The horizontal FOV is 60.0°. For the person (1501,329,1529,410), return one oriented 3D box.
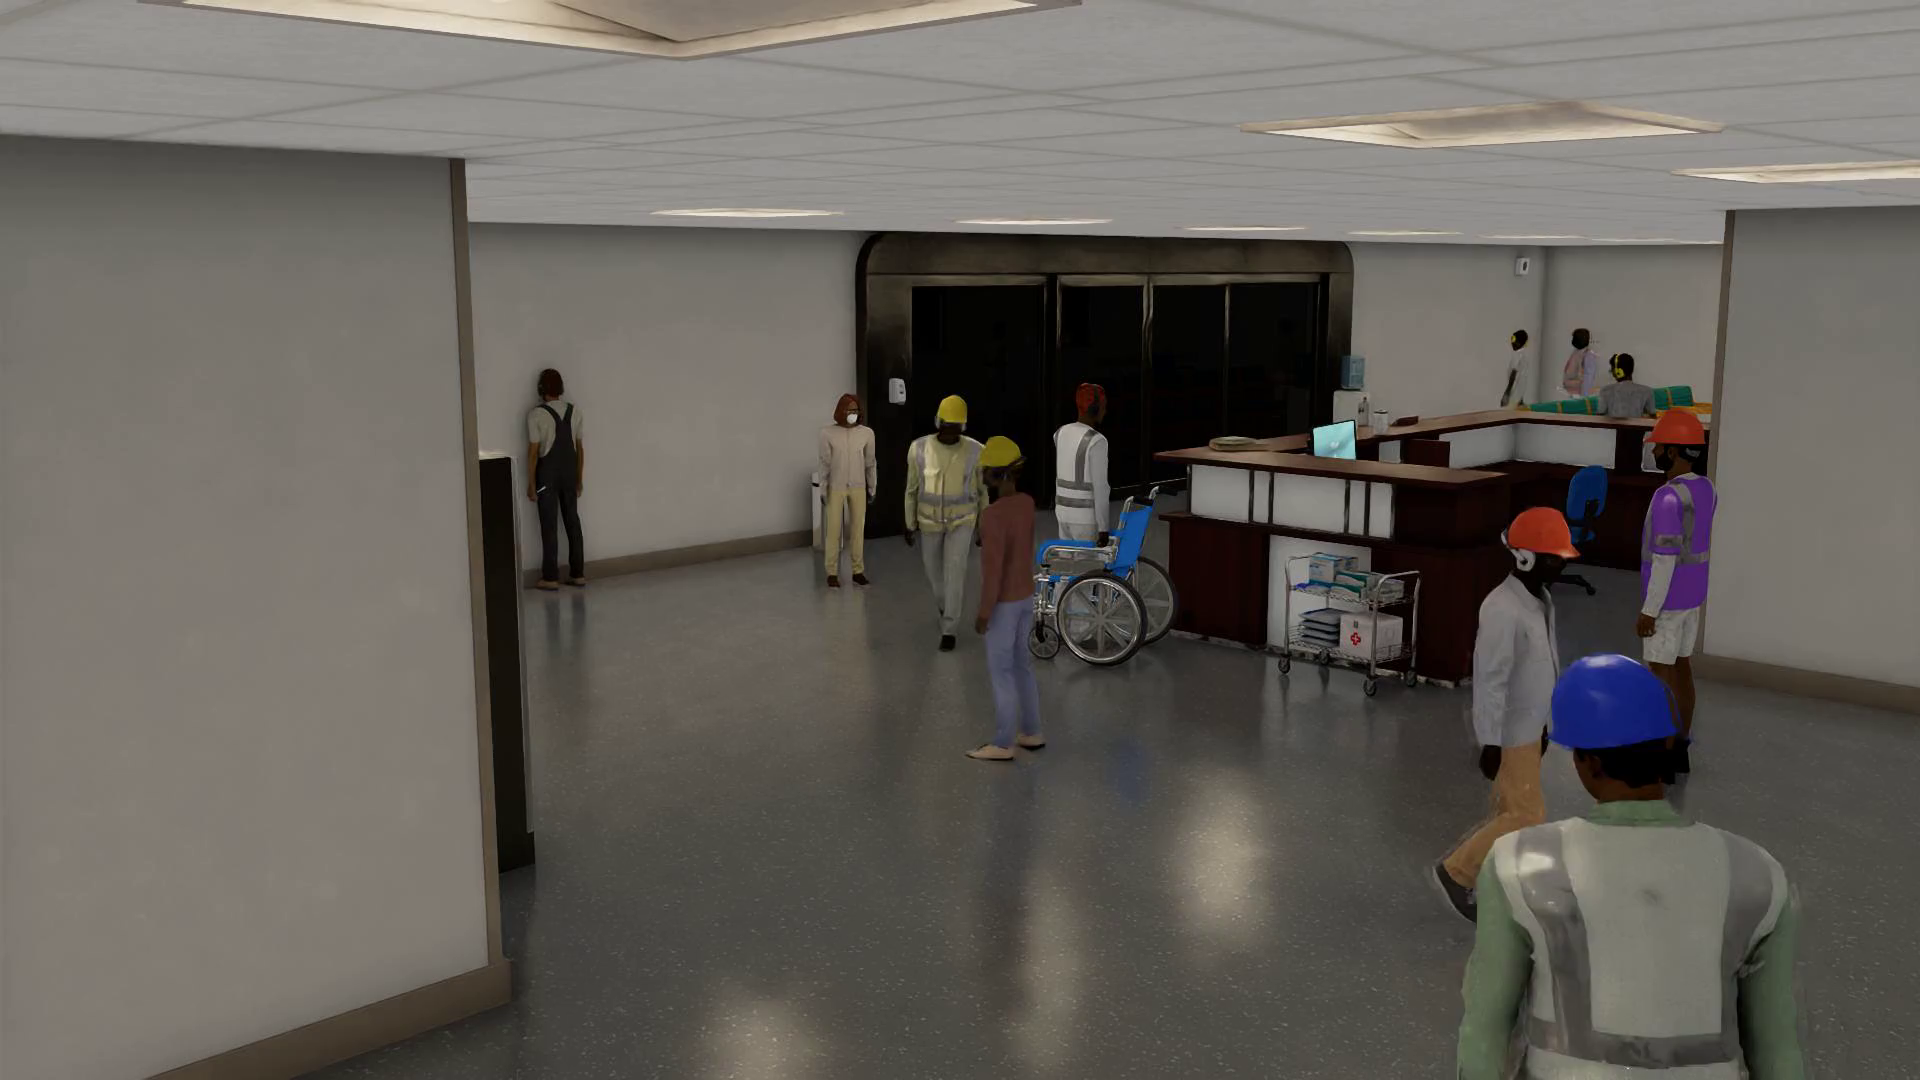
[{"bbox_3d":[7.667,-1.998,23.023,0.445,1.818,0.577,4,10,25],"label":"person"}]

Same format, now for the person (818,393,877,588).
[{"bbox_3d":[-0.939,-0.413,13.923,0.506,1.628,0.286,-3,10,-20],"label":"person"}]

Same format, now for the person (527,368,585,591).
[{"bbox_3d":[-3.350,-0.499,13.791,0.339,1.838,0.506,9,13,44],"label":"person"}]

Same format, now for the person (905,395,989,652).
[{"bbox_3d":[-0.084,-0.156,11.876,0.583,1.789,0.873,1,9,8],"label":"person"}]

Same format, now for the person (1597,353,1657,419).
[{"bbox_3d":[6.462,-0.872,16.065,0.734,1.853,0.410,3,10,19],"label":"person"}]

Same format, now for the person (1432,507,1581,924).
[{"bbox_3d":[2.201,0.723,6.589,0.419,1.736,0.585,6,11,34],"label":"person"}]

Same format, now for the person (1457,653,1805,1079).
[{"bbox_3d":[1.331,1.189,3.306,0.650,1.886,1.027,0,9,3],"label":"person"}]

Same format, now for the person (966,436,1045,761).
[{"bbox_3d":[0.244,0.321,9.008,0.368,1.774,0.552,4,10,25],"label":"person"}]

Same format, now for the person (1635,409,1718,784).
[{"bbox_3d":[3.672,0.292,8.633,0.354,1.939,0.545,8,13,42],"label":"person"}]

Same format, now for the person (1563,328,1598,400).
[{"bbox_3d":[8.775,-2.089,23.565,0.437,1.829,0.654,0,9,1],"label":"person"}]

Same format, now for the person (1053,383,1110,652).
[{"bbox_3d":[0.852,-0.150,11.540,0.362,1.879,0.582,-5,11,-28],"label":"person"}]
